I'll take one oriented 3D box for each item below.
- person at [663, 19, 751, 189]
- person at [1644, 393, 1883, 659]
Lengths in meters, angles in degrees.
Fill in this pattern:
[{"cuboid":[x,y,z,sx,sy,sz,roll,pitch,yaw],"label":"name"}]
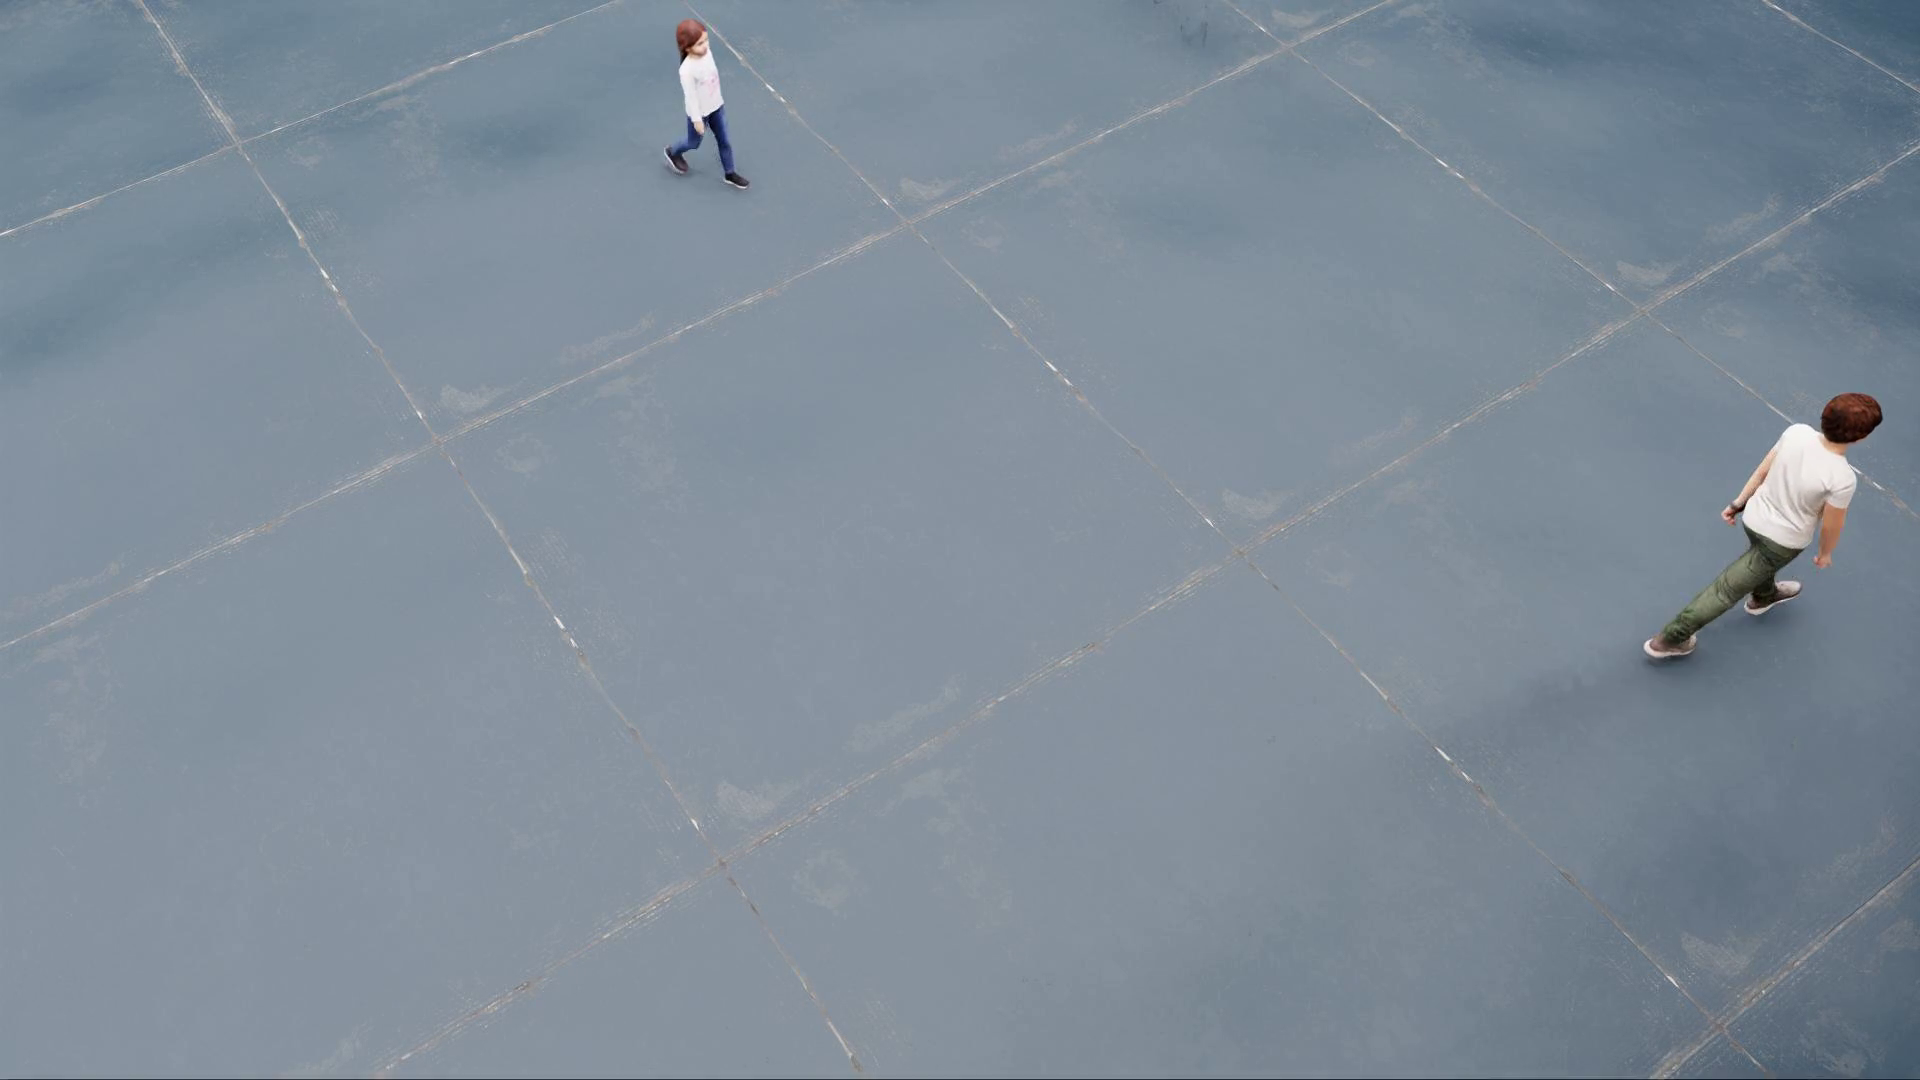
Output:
[{"cuboid":[-1.544,-2.545,9.691,0.832,1.094,0.627,26,57,19],"label":"person"},{"cuboid":[3.550,-0.007,7.401,0.839,1.607,1.124,-16,54,-12],"label":"person"}]
